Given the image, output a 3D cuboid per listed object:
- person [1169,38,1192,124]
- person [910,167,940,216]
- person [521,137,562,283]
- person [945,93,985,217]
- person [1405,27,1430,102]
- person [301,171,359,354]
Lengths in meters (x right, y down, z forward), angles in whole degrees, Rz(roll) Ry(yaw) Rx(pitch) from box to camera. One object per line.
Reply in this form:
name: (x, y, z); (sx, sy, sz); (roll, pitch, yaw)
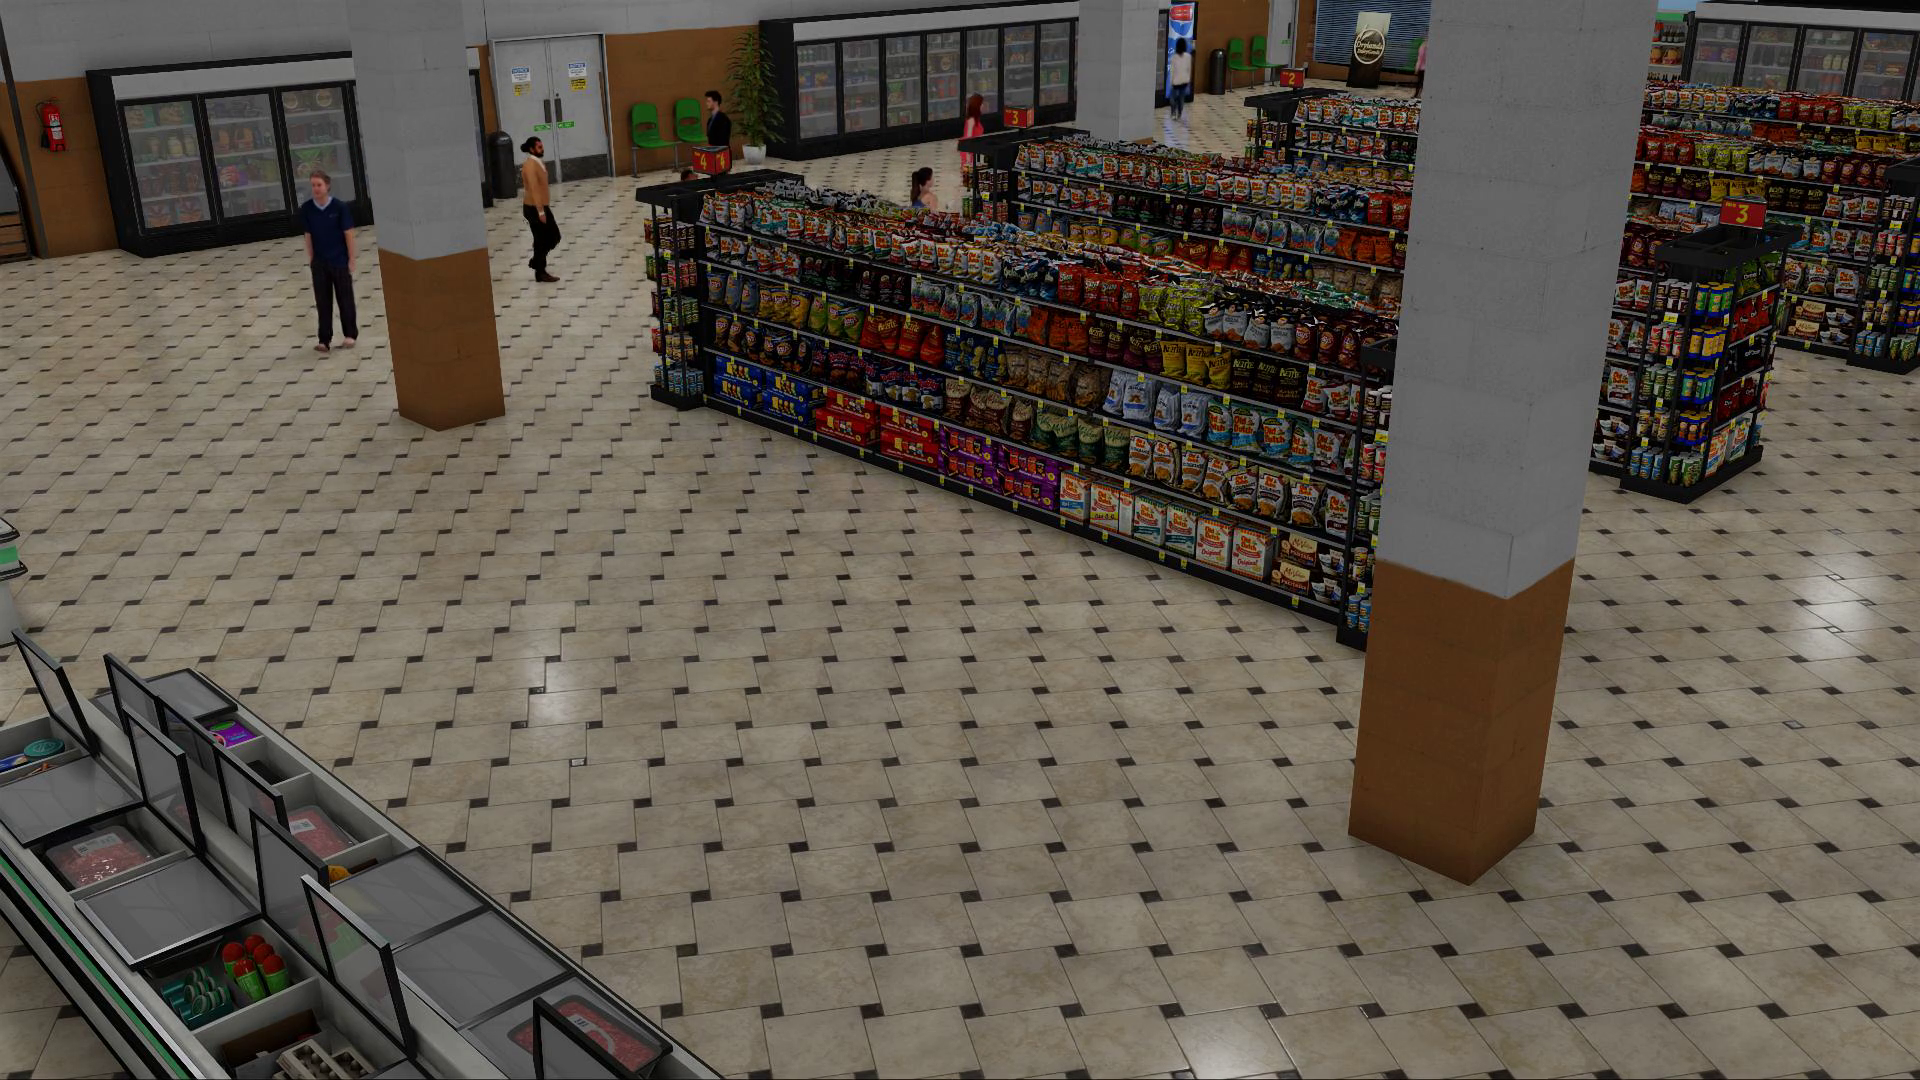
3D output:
person: (4.388, -9.121, 33.038); (0.731, 1.625, 0.772); (-3, 22, -8)
person: (-0.456, -3.387, 18.805); (0.673, 1.597, 0.564); (-14, 26, -31)
person: (-5.159, -3.973, 20.070); (0.855, 1.741, 0.804); (2, 22, 5)
person: (0.057, -5.347, 23.400); (0.906, 1.809, 0.836); (2, 22, 5)
person: (9.836, -9.822, 34.769); (0.618, 1.636, 1.046); (-18, 28, -38)
person: (-6.488, -2.888, 17.242); (1.083, 1.837, 1.197); (-3, 22, -6)
